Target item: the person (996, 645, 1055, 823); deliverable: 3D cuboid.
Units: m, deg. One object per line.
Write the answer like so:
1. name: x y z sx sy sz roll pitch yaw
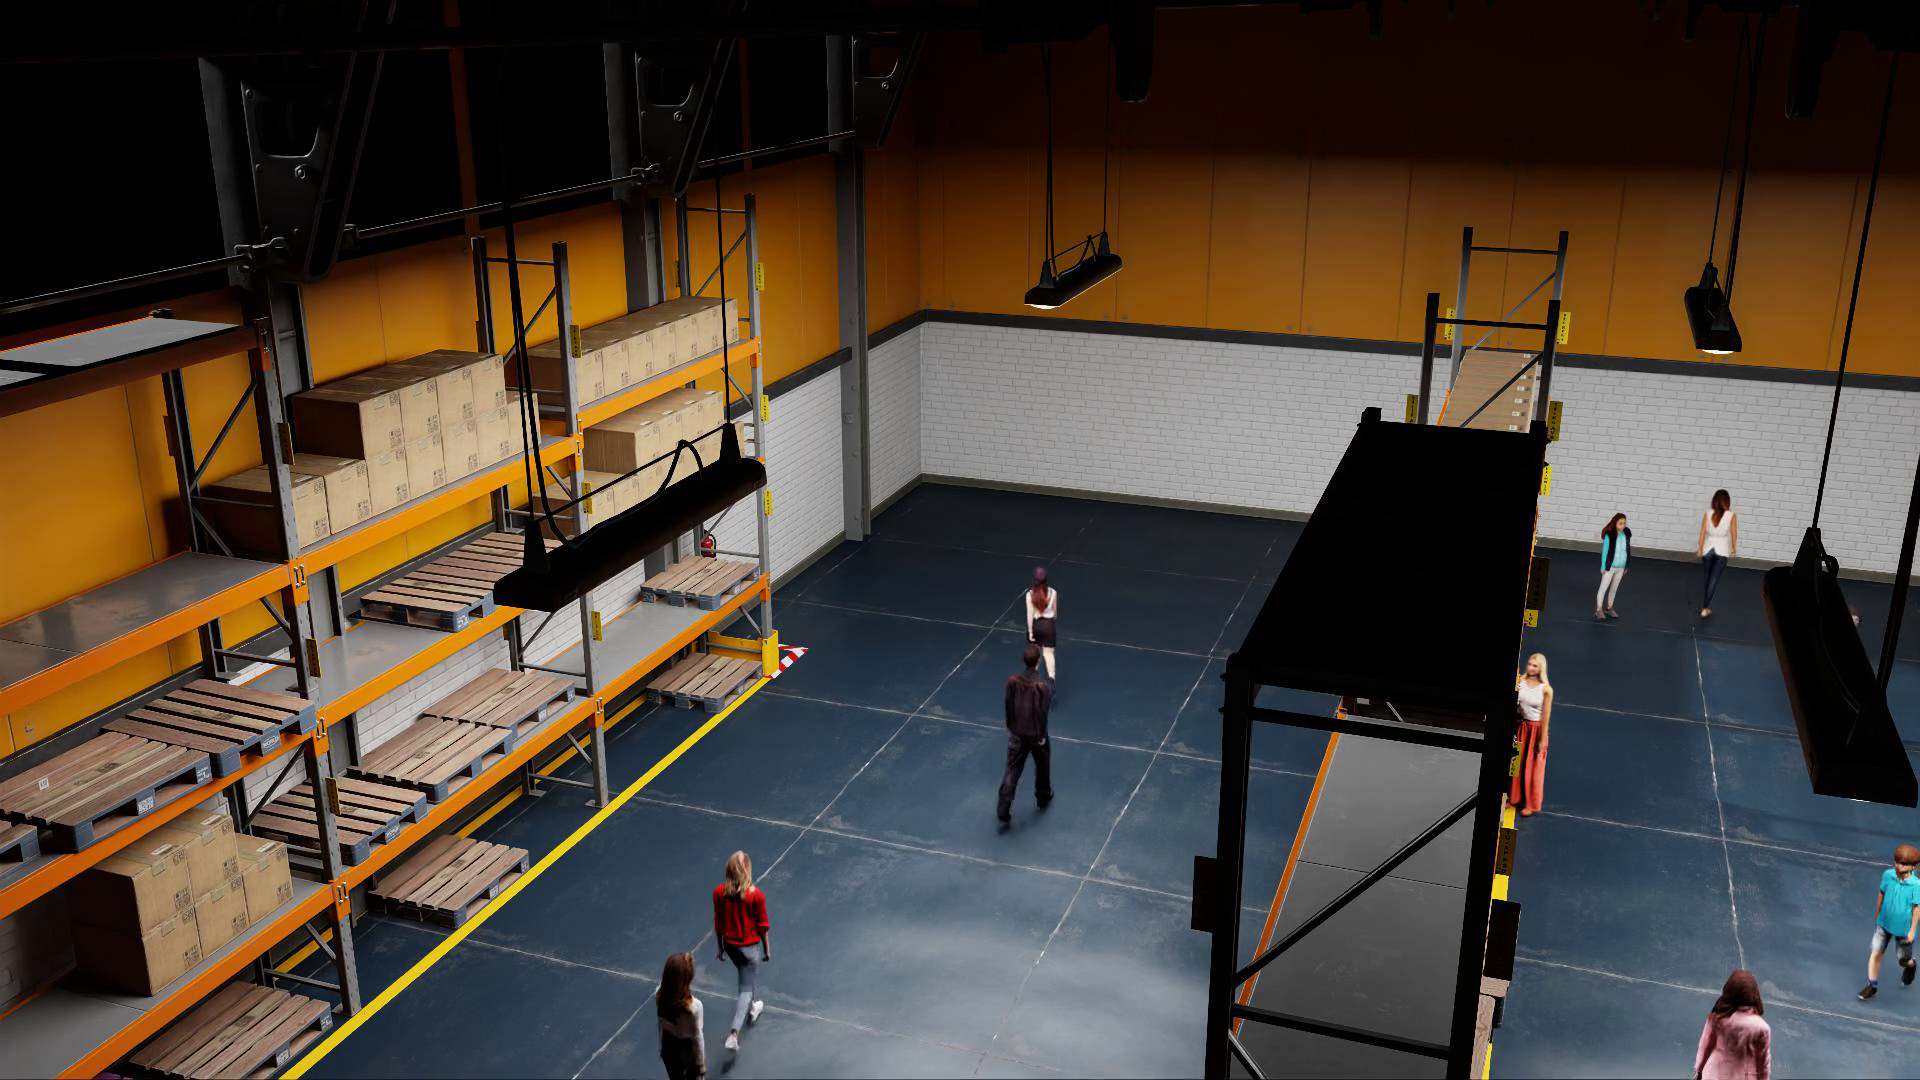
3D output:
1. person: 0.673 2.048 17.197 0.753 1.871 1.232 8 20 22

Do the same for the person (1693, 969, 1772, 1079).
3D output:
1. person: 5.454 3.912 11.789 0.689 1.789 0.689 10 21 28

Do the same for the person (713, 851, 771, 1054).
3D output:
1. person: -1.800 3.372 13.569 0.701 1.677 1.112 5 19 14

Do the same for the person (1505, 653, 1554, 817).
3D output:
1. person: 5.970 2.014 17.407 0.744 1.800 0.718 -15 24 -38

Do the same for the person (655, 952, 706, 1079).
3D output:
1. person: -2.087 3.819 12.131 0.707 1.747 0.945 12 22 31

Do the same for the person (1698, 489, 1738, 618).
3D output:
1. person: 10.344 0.215 22.826 0.794 1.751 1.060 14 23 37

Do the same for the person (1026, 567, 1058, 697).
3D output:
1. person: 1.026 1.147 20.259 0.853 1.625 1.073 -3 19 -9

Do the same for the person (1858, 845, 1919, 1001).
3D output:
1. person: 8.073 3.266 14.263 0.930 1.435 0.798 -13 23 -34

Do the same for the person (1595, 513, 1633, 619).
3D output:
1. person: 8.980 0.339 22.855 0.687 1.499 0.732 -5 19 -15
